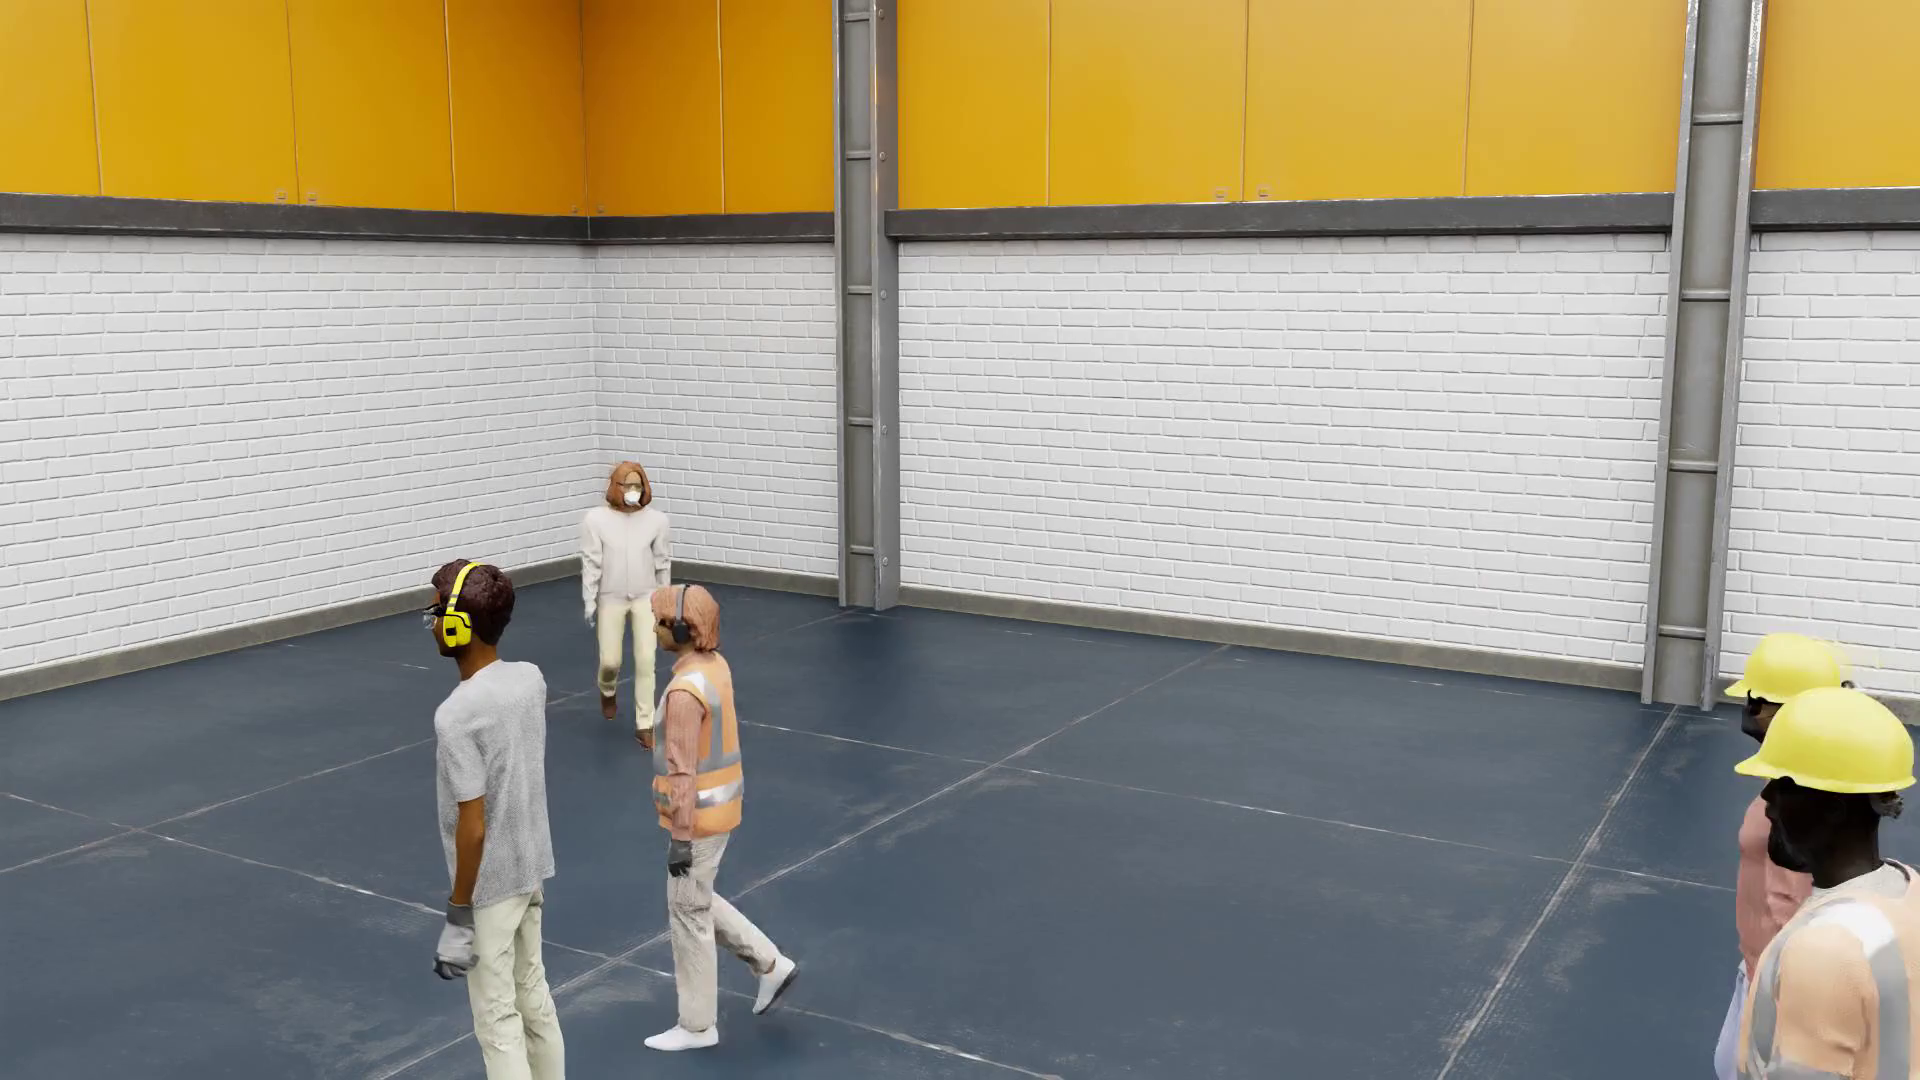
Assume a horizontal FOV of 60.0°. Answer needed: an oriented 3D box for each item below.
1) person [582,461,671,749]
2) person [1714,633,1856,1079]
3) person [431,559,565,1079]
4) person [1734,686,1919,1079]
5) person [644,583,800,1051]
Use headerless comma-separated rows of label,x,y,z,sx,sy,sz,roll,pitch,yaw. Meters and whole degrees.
person,-1.894,0.339,9.429,0.510,1.611,0.618,-3,10,-19
person,2.132,1.100,4.225,0.482,1.750,0.542,5,10,29
person,-1.315,0.978,4.647,0.335,1.873,0.519,2,9,11
person,1.663,1.218,3.047,0.816,1.904,0.588,6,11,35
person,-0.838,0.946,5.620,0.430,1.626,0.517,0,9,0
